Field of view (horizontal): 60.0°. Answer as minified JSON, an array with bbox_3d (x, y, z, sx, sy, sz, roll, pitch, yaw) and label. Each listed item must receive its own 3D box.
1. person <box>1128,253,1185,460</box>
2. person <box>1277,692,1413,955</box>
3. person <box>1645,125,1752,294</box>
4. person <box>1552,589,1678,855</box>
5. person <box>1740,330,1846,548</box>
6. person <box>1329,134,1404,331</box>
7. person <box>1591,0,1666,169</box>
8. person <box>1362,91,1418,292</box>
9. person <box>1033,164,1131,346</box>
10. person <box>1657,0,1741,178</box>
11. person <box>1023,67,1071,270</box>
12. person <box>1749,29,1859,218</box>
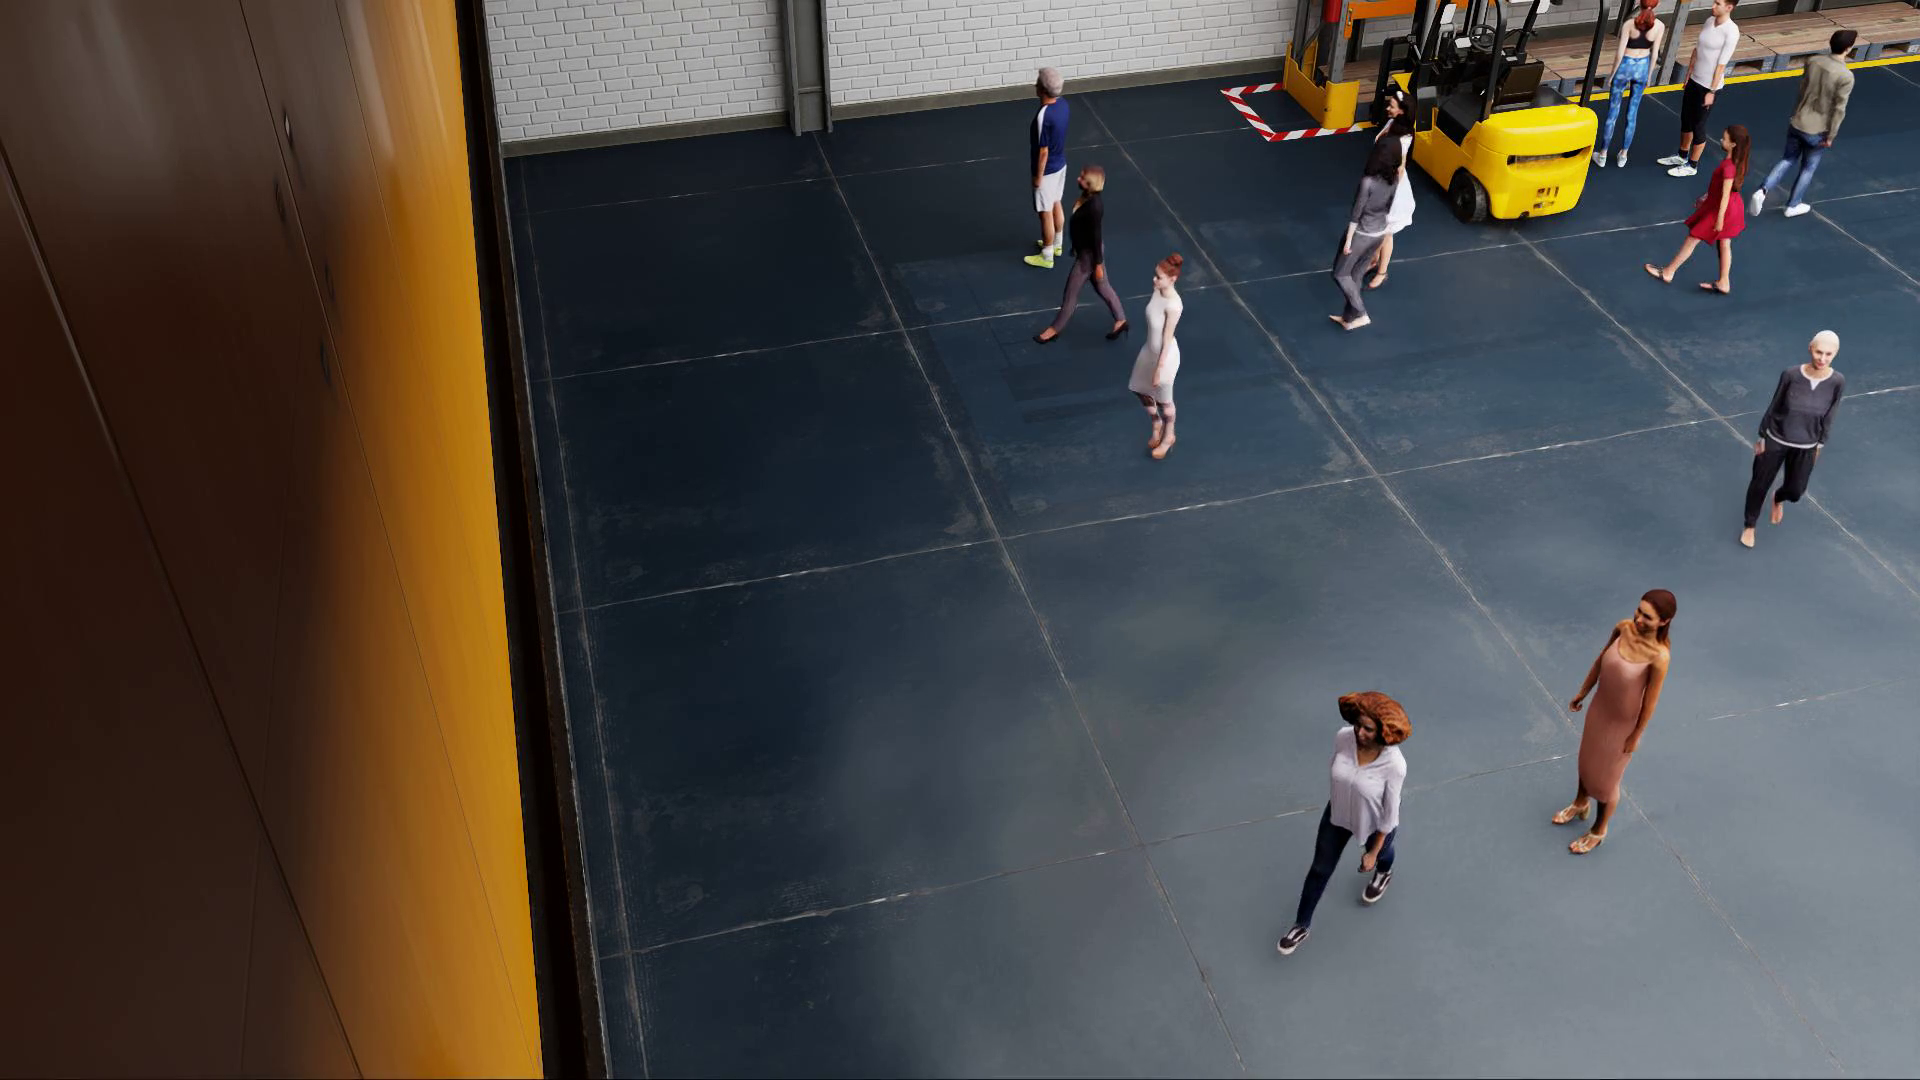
[{"bbox_3d":[1.581,-1.339,12.320,0.599,1.779,0.583,-9,39,-11],"label":"person"},{"bbox_3d":[2.214,1.445,8.928,1.050,1.662,1.235,29,47,31],"label":"person"},{"bbox_3d":[6.660,-2.829,14.392,0.960,1.522,0.949,25,45,28],"label":"person"},{"bbox_3d":[3.720,0.987,9.368,0.525,1.829,0.595,-12,40,-14],"label":"person"},{"bbox_3d":[5.813,-0.756,11.639,0.795,1.719,0.850,14,41,16],"label":"person"},{"bbox_3d":[3.421,-2.499,13.815,0.813,1.726,0.746,29,47,31],"label":"person"},{"bbox_3d":[6.568,-4.524,16.305,0.628,1.784,0.720,4,39,5],"label":"person"},{"bbox_3d":[3.691,-3.018,14.391,0.757,1.819,0.734,-4,39,-5],"label":"person"},{"bbox_3d":[1.152,-2.291,13.638,1.105,1.622,0.787,0,39,0],"label":"person"},{"bbox_3d":[7.250,-4.449,16.160,0.574,1.848,0.657,-7,39,-9],"label":"person"},{"bbox_3d":[0.787,-3.301,14.730,0.762,1.838,0.716,17,42,20],"label":"person"},{"bbox_3d":[7.786,-3.802,15.351,1.063,1.846,0.847,-18,42,-21],"label":"person"}]
